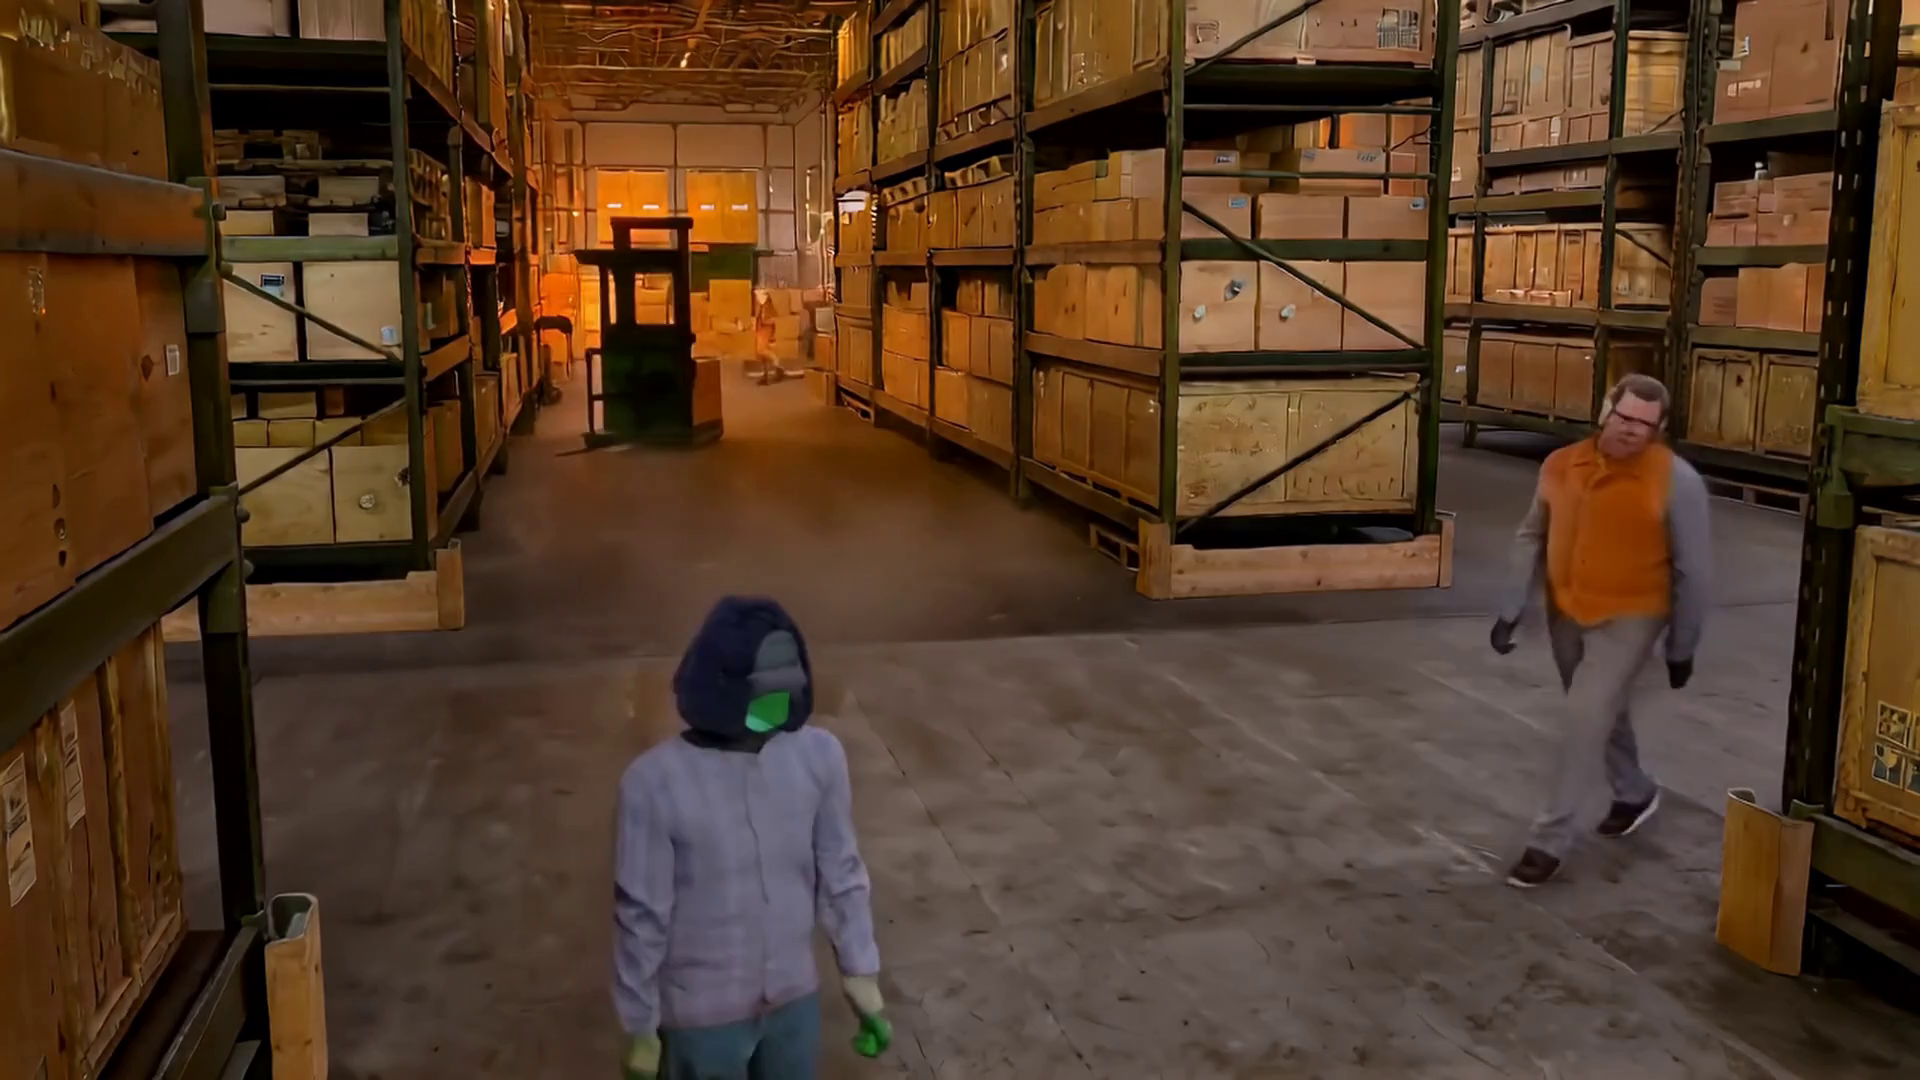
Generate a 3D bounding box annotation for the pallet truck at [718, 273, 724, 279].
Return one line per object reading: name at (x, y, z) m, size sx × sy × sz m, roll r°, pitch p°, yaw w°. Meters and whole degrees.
pallet truck at (-8.580, -8.986, 62.280) m, size 1.885 × 1.965 × 0.823 m, roll 1°, pitch 9°, yaw 5°

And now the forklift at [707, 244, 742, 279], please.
forklift at (-6.214, -6.448, 44.126) m, size 1.873 × 2.768 × 1.129 m, roll 9°, pitch 13°, yaw 44°

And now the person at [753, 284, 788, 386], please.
person at (-3.569, -3.823, 31.052) m, size 0.598 × 1.917 × 0.567 m, roll -3°, pitch 10°, yaw -17°

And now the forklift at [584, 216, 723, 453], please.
forklift at (-3.724, -2.544, 20.329) m, size 1.129 × 2.768 × 1.873 m, roll 2°, pitch 10°, yaw 13°

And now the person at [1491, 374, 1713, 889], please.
person at (2.403, 0.300, 6.150) m, size 1.016 × 1.846 × 0.659 m, roll -6°, pitch 11°, yaw -33°

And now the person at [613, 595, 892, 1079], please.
person at (-0.400, 0.901, 3.155) m, size 0.514 × 1.620 × 0.419 m, roll -8°, pitch 12°, yaw -41°
